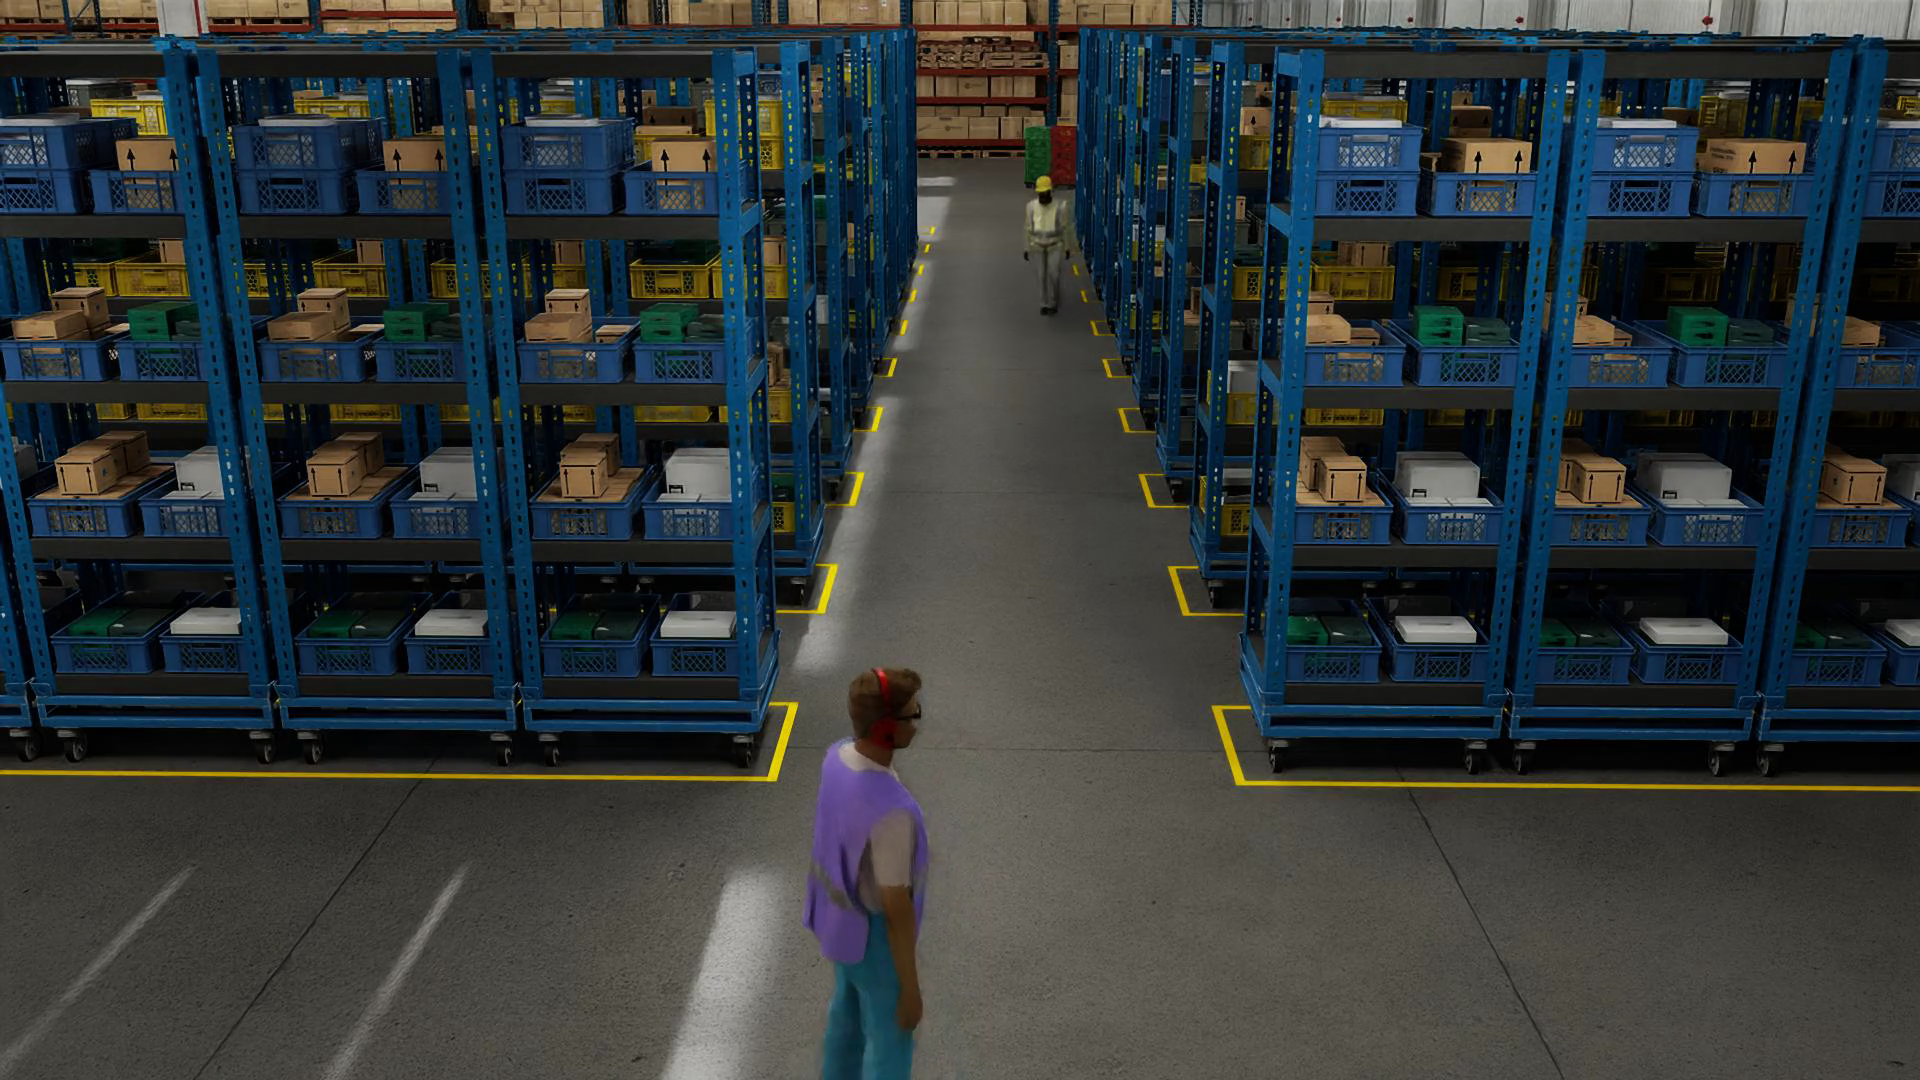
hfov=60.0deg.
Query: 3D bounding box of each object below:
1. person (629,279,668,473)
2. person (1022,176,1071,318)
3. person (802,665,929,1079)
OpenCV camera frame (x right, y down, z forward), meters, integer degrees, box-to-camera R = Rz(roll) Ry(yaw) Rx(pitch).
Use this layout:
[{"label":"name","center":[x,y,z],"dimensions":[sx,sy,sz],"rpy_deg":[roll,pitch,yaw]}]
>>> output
[{"label":"person","center":[-2.159,-0.924,12.072],"dimensions":[0.603,1.973,0.614],"rpy_deg":[-2,18,-6]},{"label":"person","center":[1.085,-3.753,21.373],"dimensions":[0.609,1.801,0.752],"rpy_deg":[5,18,14]},{"label":"person","center":[-0.278,1.271,5.300],"dimensions":[0.406,1.841,0.569],"rpy_deg":[-8,19,-24]}]
